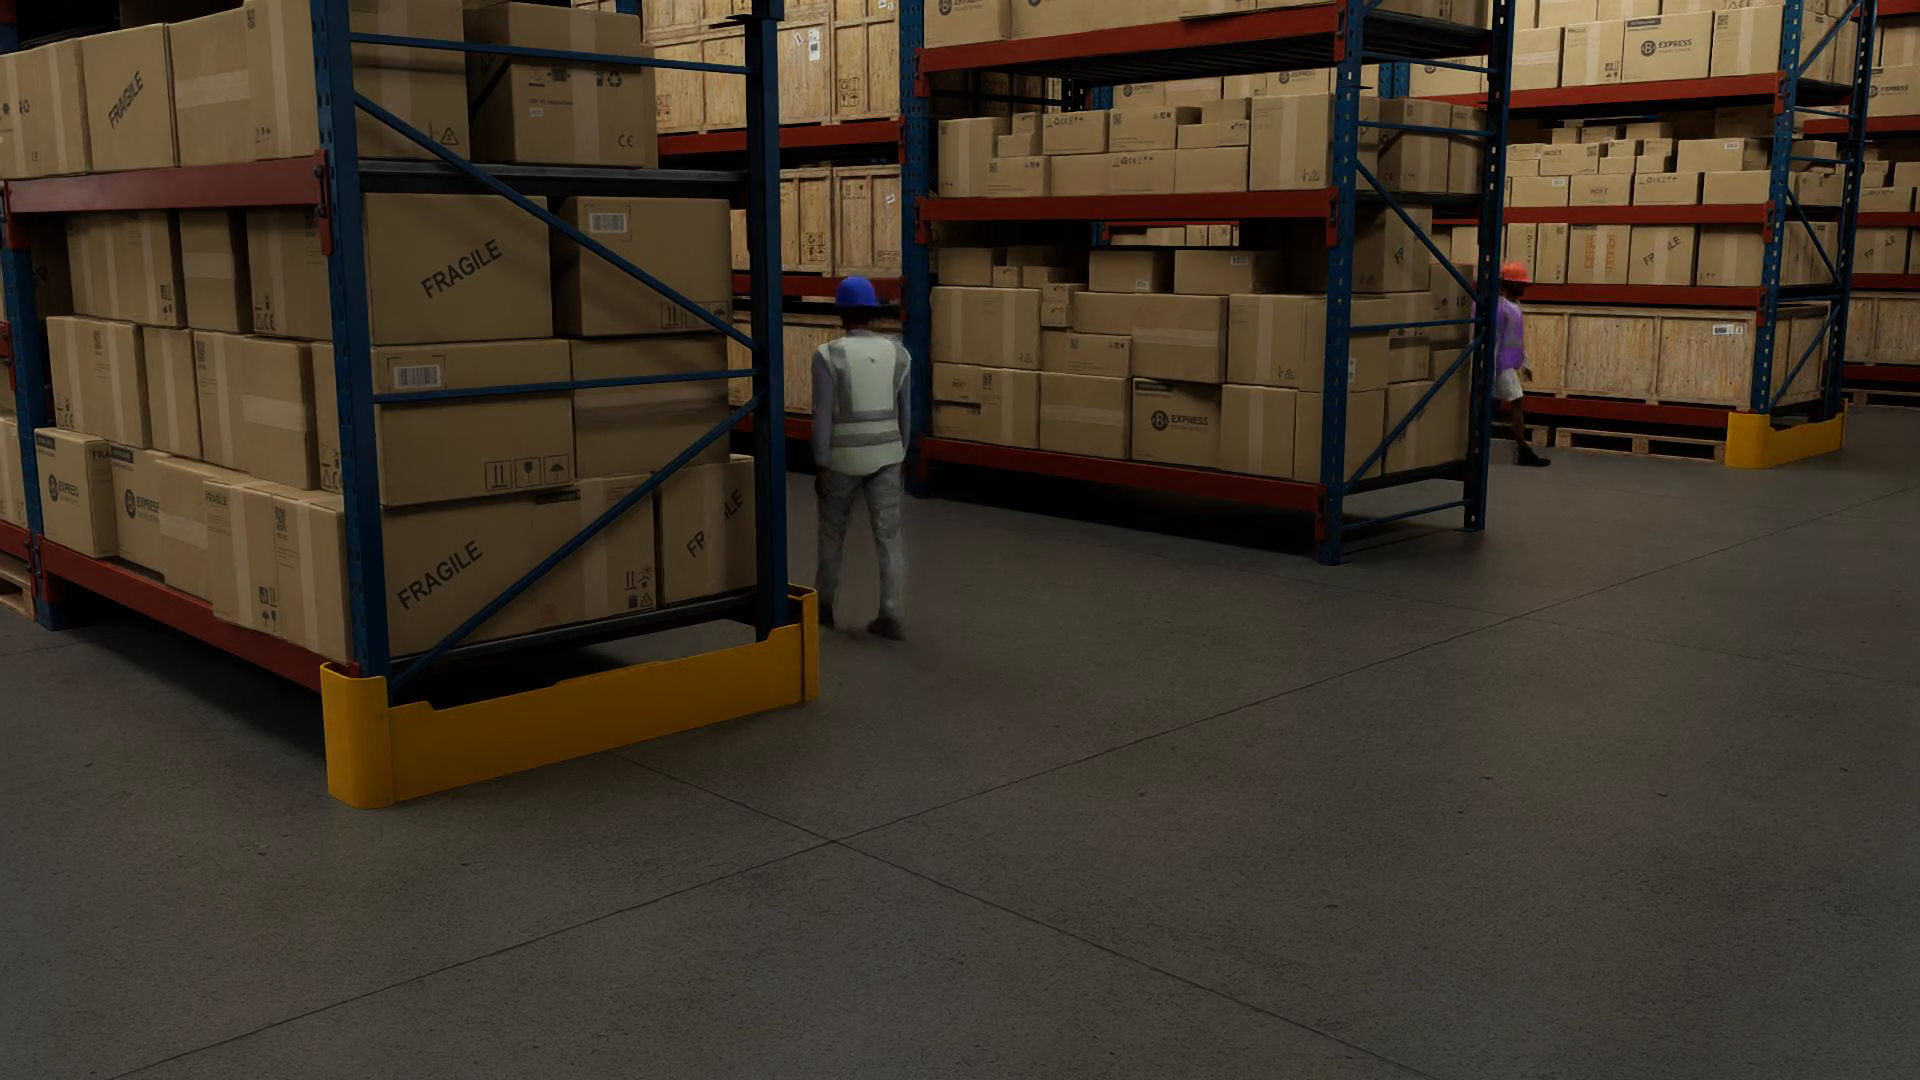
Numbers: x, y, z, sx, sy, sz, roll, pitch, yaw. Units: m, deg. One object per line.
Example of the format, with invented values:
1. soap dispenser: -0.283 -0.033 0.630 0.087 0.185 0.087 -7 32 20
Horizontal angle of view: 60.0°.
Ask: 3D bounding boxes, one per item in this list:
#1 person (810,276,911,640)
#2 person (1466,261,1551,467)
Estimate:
1. person: -0.570 -0.453 8.968 0.648 1.905 0.907 -6 12 -30
2. person: 5.049 -1.644 15.522 0.962 1.901 0.561 7 12 32
